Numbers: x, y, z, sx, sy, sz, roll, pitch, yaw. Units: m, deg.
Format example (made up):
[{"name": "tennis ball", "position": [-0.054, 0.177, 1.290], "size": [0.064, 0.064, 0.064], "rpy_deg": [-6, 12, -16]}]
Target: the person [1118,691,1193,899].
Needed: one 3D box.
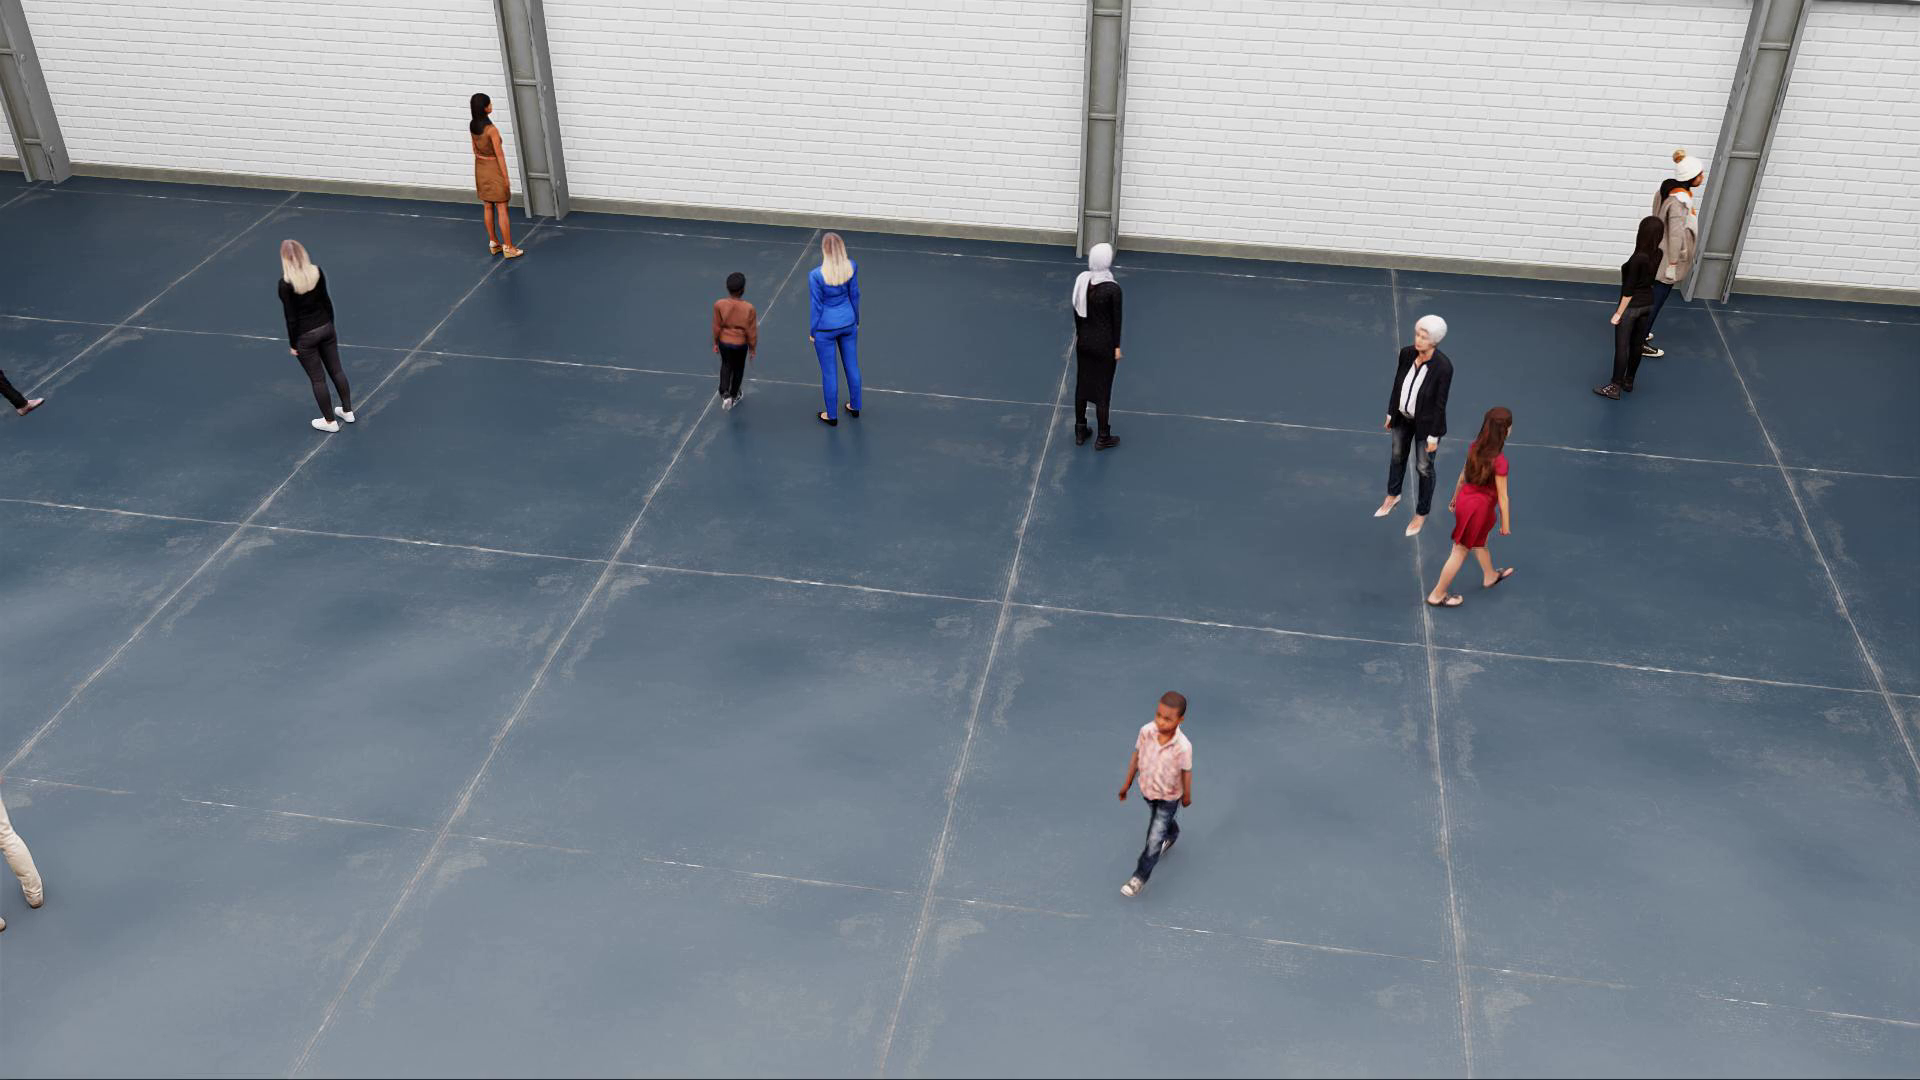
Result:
[{"name": "person", "position": [1.189, 1.382, 9.540], "size": [0.885, 1.272, 0.859], "rpy_deg": [28, 43, 35]}]

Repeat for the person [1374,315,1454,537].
[{"name": "person", "position": [3.317, -0.879, 12.051], "size": [0.791, 1.780, 0.821], "rpy_deg": [-21, 39, -29]}]

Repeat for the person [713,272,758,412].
[{"name": "person", "position": [-1.919, -1.653, 14.138], "size": [0.666, 1.234, 0.627], "rpy_deg": [1, 34, 1]}]

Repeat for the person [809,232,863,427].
[{"name": "person", "position": [-1.036, -1.767, 13.890], "size": [0.686, 1.700, 0.758], "rpy_deg": [-19, 38, -27]}]

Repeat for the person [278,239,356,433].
[{"name": "person", "position": [-5.358, -1.692, 13.791], "size": [0.669, 1.685, 0.689], "rpy_deg": [20, 39, 27]}]

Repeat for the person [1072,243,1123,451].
[{"name": "person", "position": [1.107, -1.567, 13.517], "size": [0.628, 1.779, 0.740], "rpy_deg": [24, 40, 31]}]

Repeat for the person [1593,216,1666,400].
[{"name": "person", "position": [5.807, -1.997, 14.288], "size": [0.643, 1.642, 0.706], "rpy_deg": [-21, 39, -28]}]

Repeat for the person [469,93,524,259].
[{"name": "person", "position": [-4.723, -3.672, 16.766], "size": [0.587, 1.690, 0.693], "rpy_deg": [23, 40, 31]}]

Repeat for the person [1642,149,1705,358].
[{"name": "person", "position": [6.321, -2.600, 14.970], "size": [0.681, 1.892, 0.718], "rpy_deg": [2, 34, 3]}]

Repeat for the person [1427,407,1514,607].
[{"name": "person", "position": [3.560, -0.199, 11.699], "size": [1.055, 1.513, 0.860], "rpy_deg": [-8, 35, -12]}]
